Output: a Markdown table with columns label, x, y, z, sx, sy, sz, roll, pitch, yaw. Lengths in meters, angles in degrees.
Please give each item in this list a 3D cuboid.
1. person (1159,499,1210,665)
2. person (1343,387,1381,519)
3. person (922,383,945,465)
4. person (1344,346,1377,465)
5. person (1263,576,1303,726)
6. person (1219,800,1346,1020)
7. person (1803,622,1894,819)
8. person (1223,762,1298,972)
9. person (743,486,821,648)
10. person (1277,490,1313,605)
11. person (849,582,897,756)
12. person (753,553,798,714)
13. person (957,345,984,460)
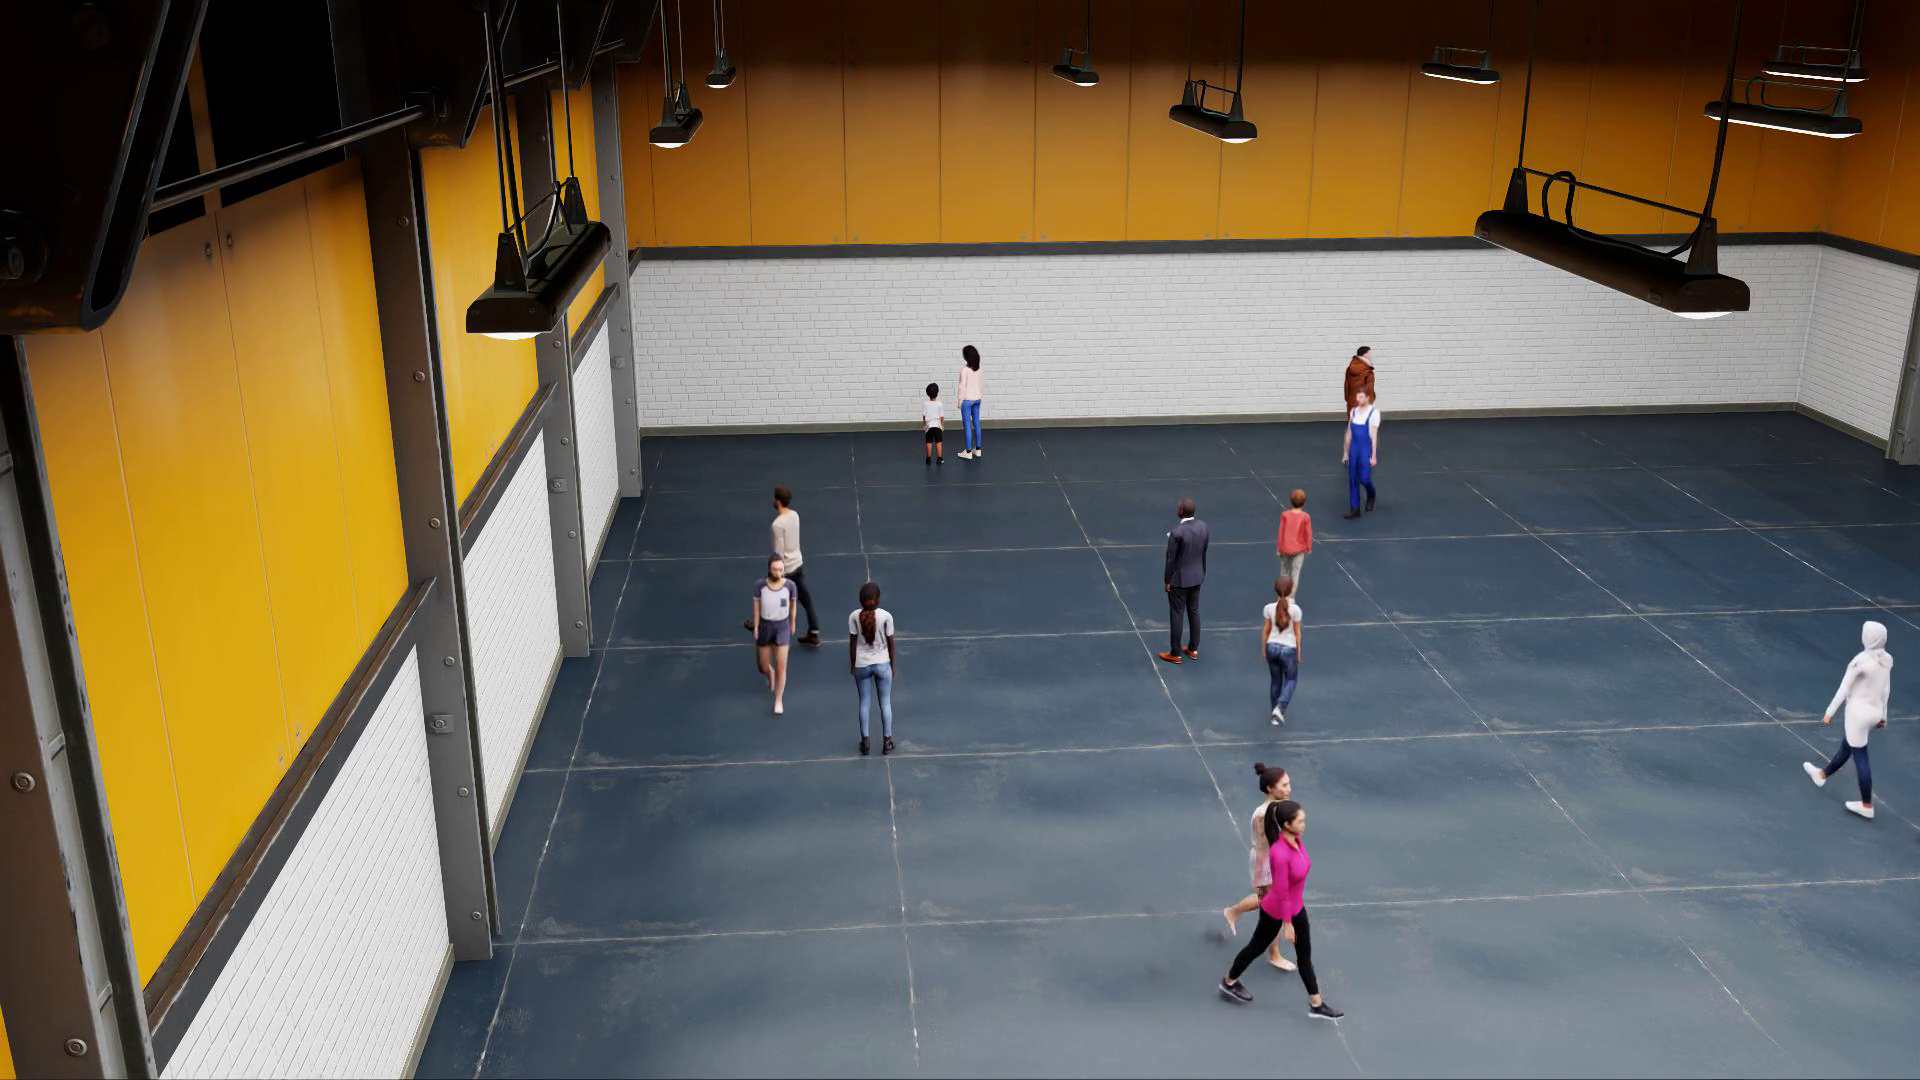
| label | x | y | z | sx | sy | sz | roll | pitch | yaw |
| --- | --- | --- | --- | --- | --- | --- | --- | --- | --- |
| person | 2.440 | 0.433 | 17.975 | 0.777 | 1.818 | 0.758 | -11 | 22 | -30 |
| person | 5.568 | -1.220 | 22.850 | 0.911 | 1.839 | 0.959 | 17 | 25 | 41 |
| person | -0.406 | -1.782 | 25.423 | 0.518 | 1.262 | 0.537 | 1 | 19 | 4 |
| person | 6.074 | -2.030 | 25.259 | 0.894 | 1.837 | 0.799 | -12 | 22 | -31 |
| person | 3.159 | 1.114 | 16.364 | 0.743 | 1.556 | 0.848 | 9 | 21 | 24 |
| person | 2.188 | 2.611 | 11.769 | 1.086 | 1.652 | 1.149 | 10 | 21 | 28 |
| person | 7.985 | 1.609 | 14.597 | 0.846 | 1.744 | 1.130 | -7 | 20 | -20 |
| person | 2.245 | 2.416 | 12.444 | 0.972 | 1.591 | 0.930 | 14 | 23 | 36 |
| person | -1.802 | 0.337 | 18.267 | 1.145 | 1.814 | 1.215 | 10 | 21 | 27 |
| person | 3.912 | 0.122 | 19.570 | 0.759 | 1.390 | 0.956 | 6 | 19 | 17 |
| person | -0.830 | 1.214 | 15.812 | 0.612 | 1.719 | 0.567 | 1 | 19 | 3 |
| person | -1.887 | 0.915 | 16.837 | 0.602 | 1.631 | 0.796 | -1 | 19 | -4 |
| person | 0.171 | -2.140 | 25.698 | 0.725 | 1.766 | 0.752 | -16 | 24 | -39 |
